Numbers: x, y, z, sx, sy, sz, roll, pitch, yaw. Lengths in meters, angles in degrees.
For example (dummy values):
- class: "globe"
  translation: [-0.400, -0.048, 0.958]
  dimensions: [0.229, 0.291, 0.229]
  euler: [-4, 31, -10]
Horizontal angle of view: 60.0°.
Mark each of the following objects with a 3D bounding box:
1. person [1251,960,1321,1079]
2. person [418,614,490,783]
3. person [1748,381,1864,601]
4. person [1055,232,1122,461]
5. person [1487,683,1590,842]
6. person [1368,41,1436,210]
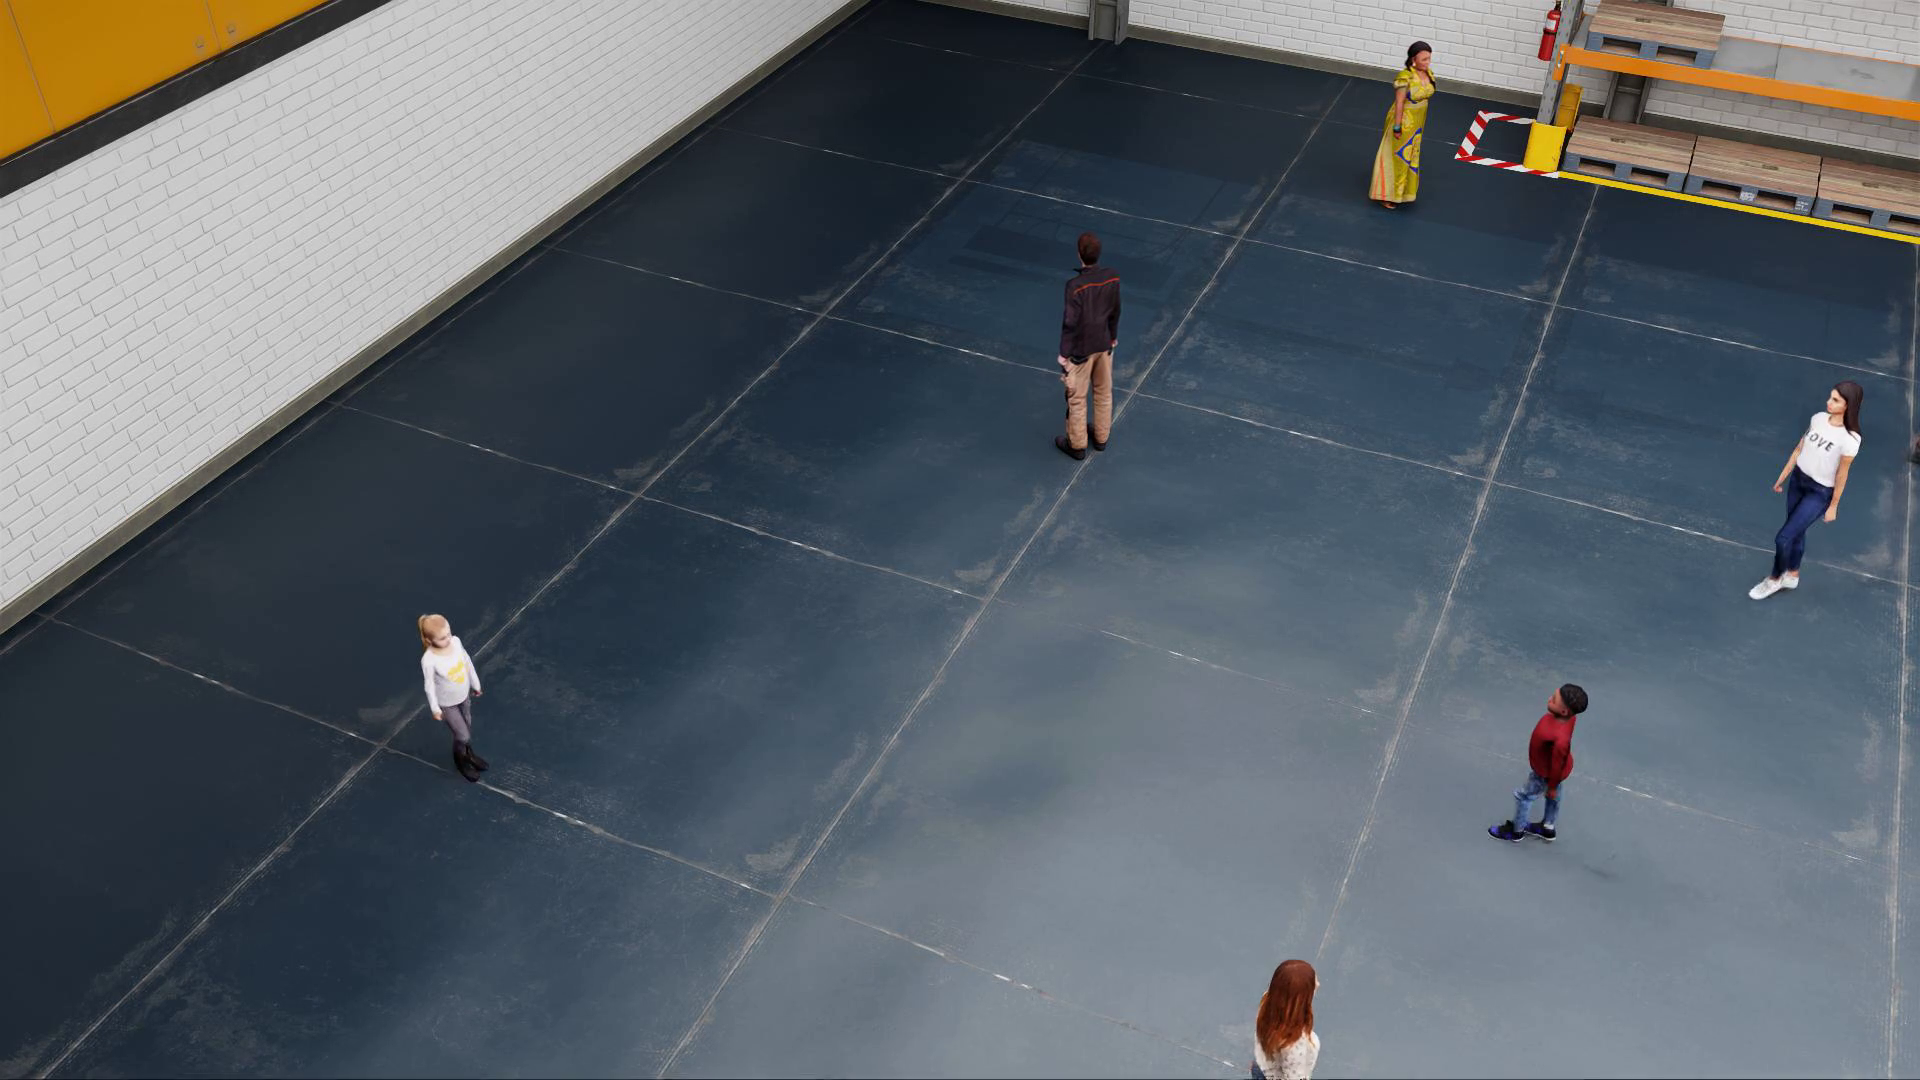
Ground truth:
- class: "person"
  translation: [1.424, 2.620, 7.912]
  dimensions: [1.160, 1.701, 0.897]
  euler: [-1, 39, -1]
- class: "person"
  translation: [-3.206, 0.948, 10.347]
  dimensions: [0.514, 1.274, 0.504]
  euler: [18, 42, 21]
- class: "person"
  translation: [6.000, -0.341, 11.573]
  dimensions: [0.831, 1.759, 0.772]
  euler: [-8, 39, -10]
- class: "person"
  translation: [0.989, -1.494, 12.885]
  dimensions: [0.792, 1.922, 0.801]
  euler: [-20, 43, -24]
- class: "person"
  translation: [3.566, 1.351, 9.865]
  dimensions: [0.600, 1.246, 0.505]
  euler: [19, 42, 22]
- class: "person"
  translation: [4.394, -4.106, 16.366]
  dimensions: [0.963, 1.661, 0.932]
  euler: [-31, 48, -33]
